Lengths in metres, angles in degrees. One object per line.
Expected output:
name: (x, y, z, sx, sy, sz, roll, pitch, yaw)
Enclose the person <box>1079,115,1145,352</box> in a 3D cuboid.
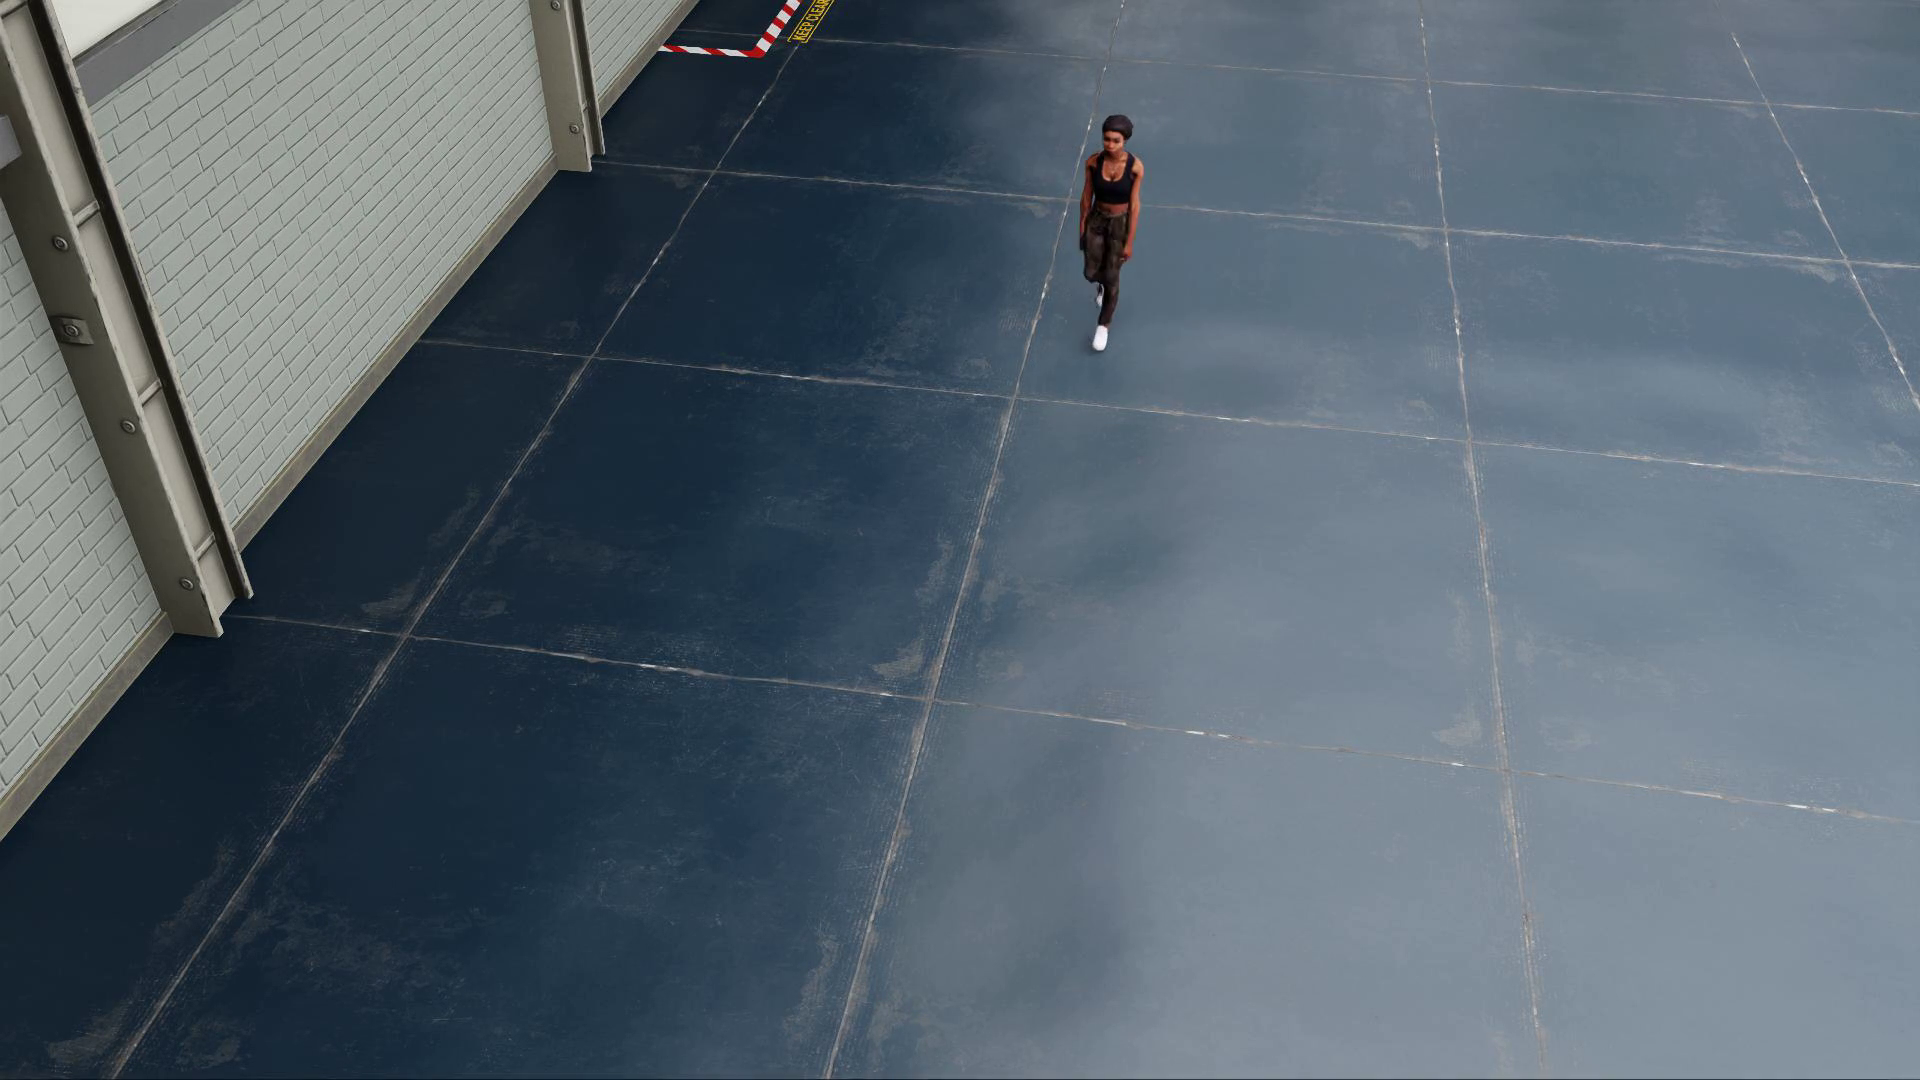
person: (1.052, -2.148, 11.391, 0.639, 1.683, 0.878, 12, 40, 15)
